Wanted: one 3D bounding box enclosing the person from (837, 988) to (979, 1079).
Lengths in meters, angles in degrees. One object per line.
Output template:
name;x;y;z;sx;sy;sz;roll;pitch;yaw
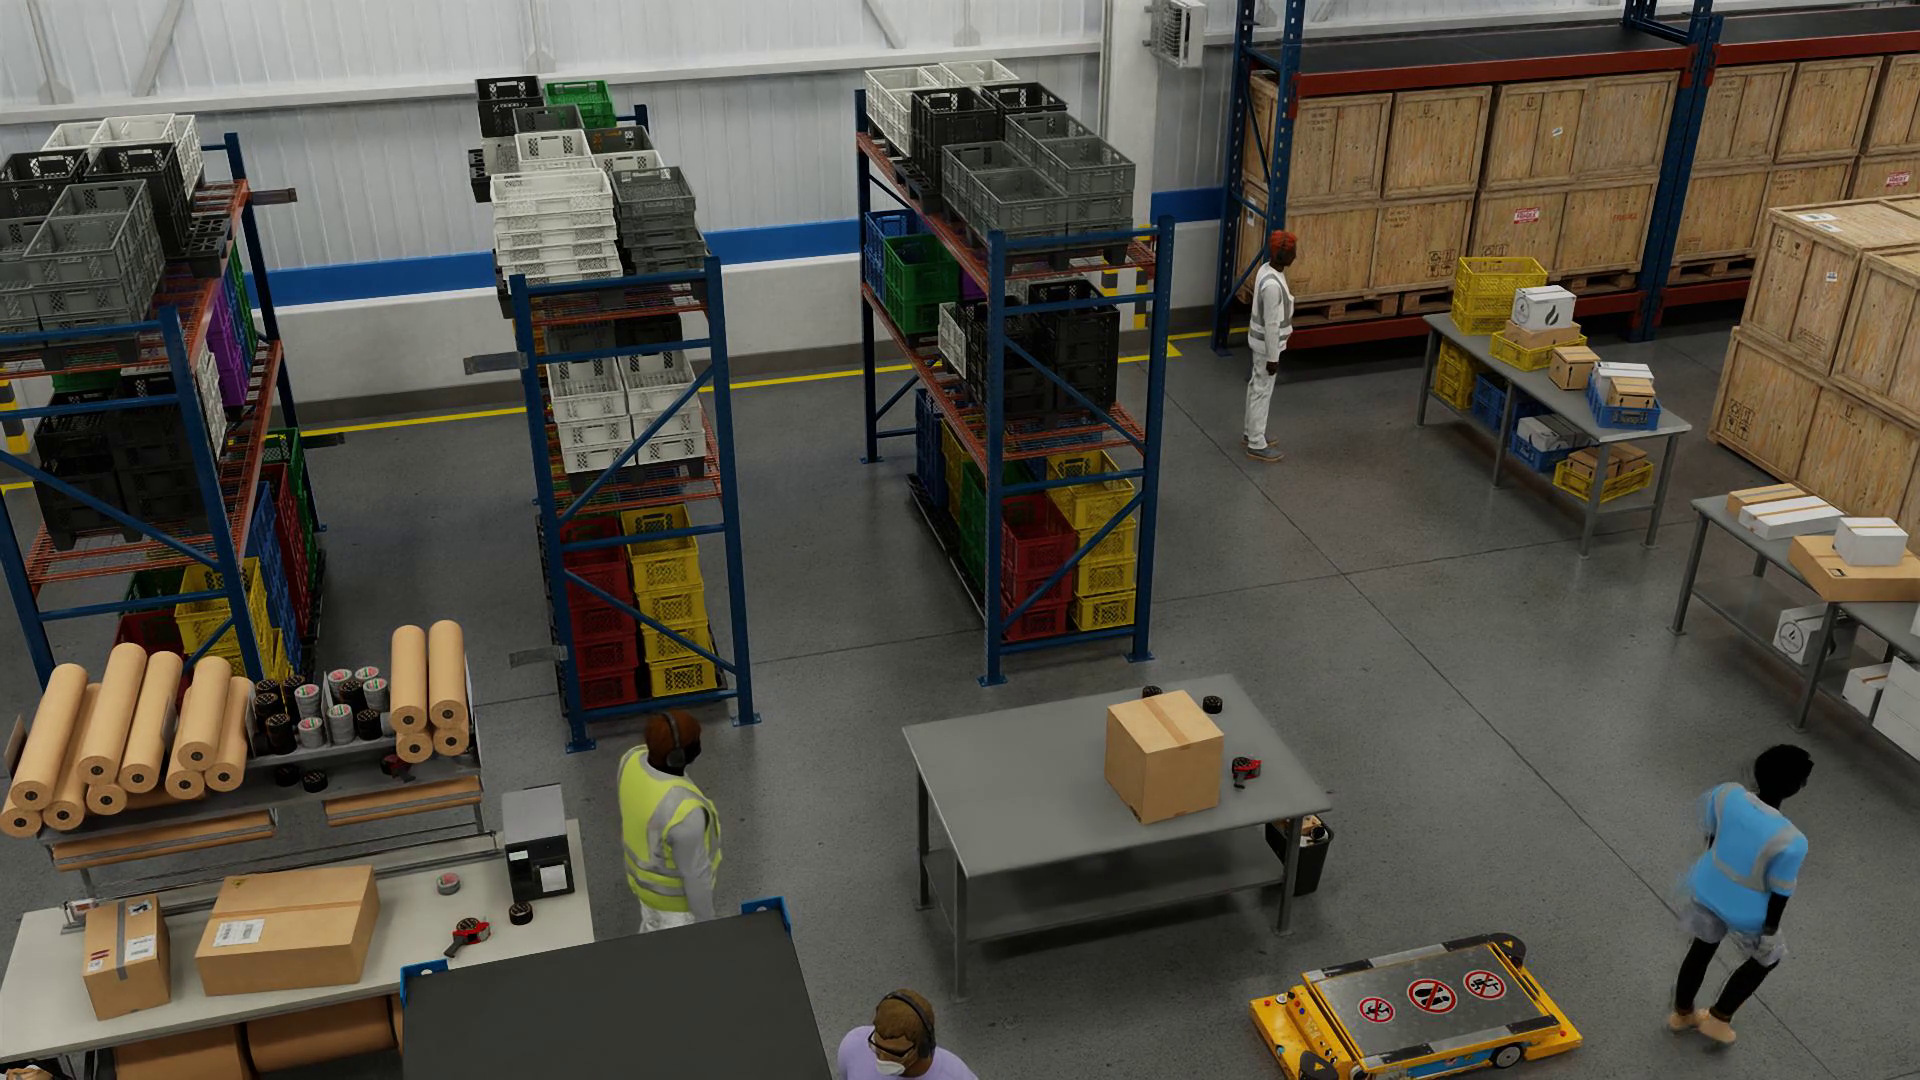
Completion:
person;-0.187;2.386;6.074;0.629;1.940;0.373;14;32;24

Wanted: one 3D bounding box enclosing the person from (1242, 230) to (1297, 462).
person;2.480;-1.560;13.308;0.356;1.885;0.572;2;29;4

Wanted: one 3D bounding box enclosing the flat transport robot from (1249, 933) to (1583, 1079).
flat transport robot;2.184;2.282;7.980;1.431;0.197;0.652;-8;30;-14

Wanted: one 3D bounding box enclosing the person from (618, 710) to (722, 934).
person;-1.300;1.576;7.667;0.431;1.832;0.644;-19;34;-31

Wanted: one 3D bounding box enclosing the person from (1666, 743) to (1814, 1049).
person;3.598;1.653;7.670;0.378;1.681;0.547;-12;31;-21
